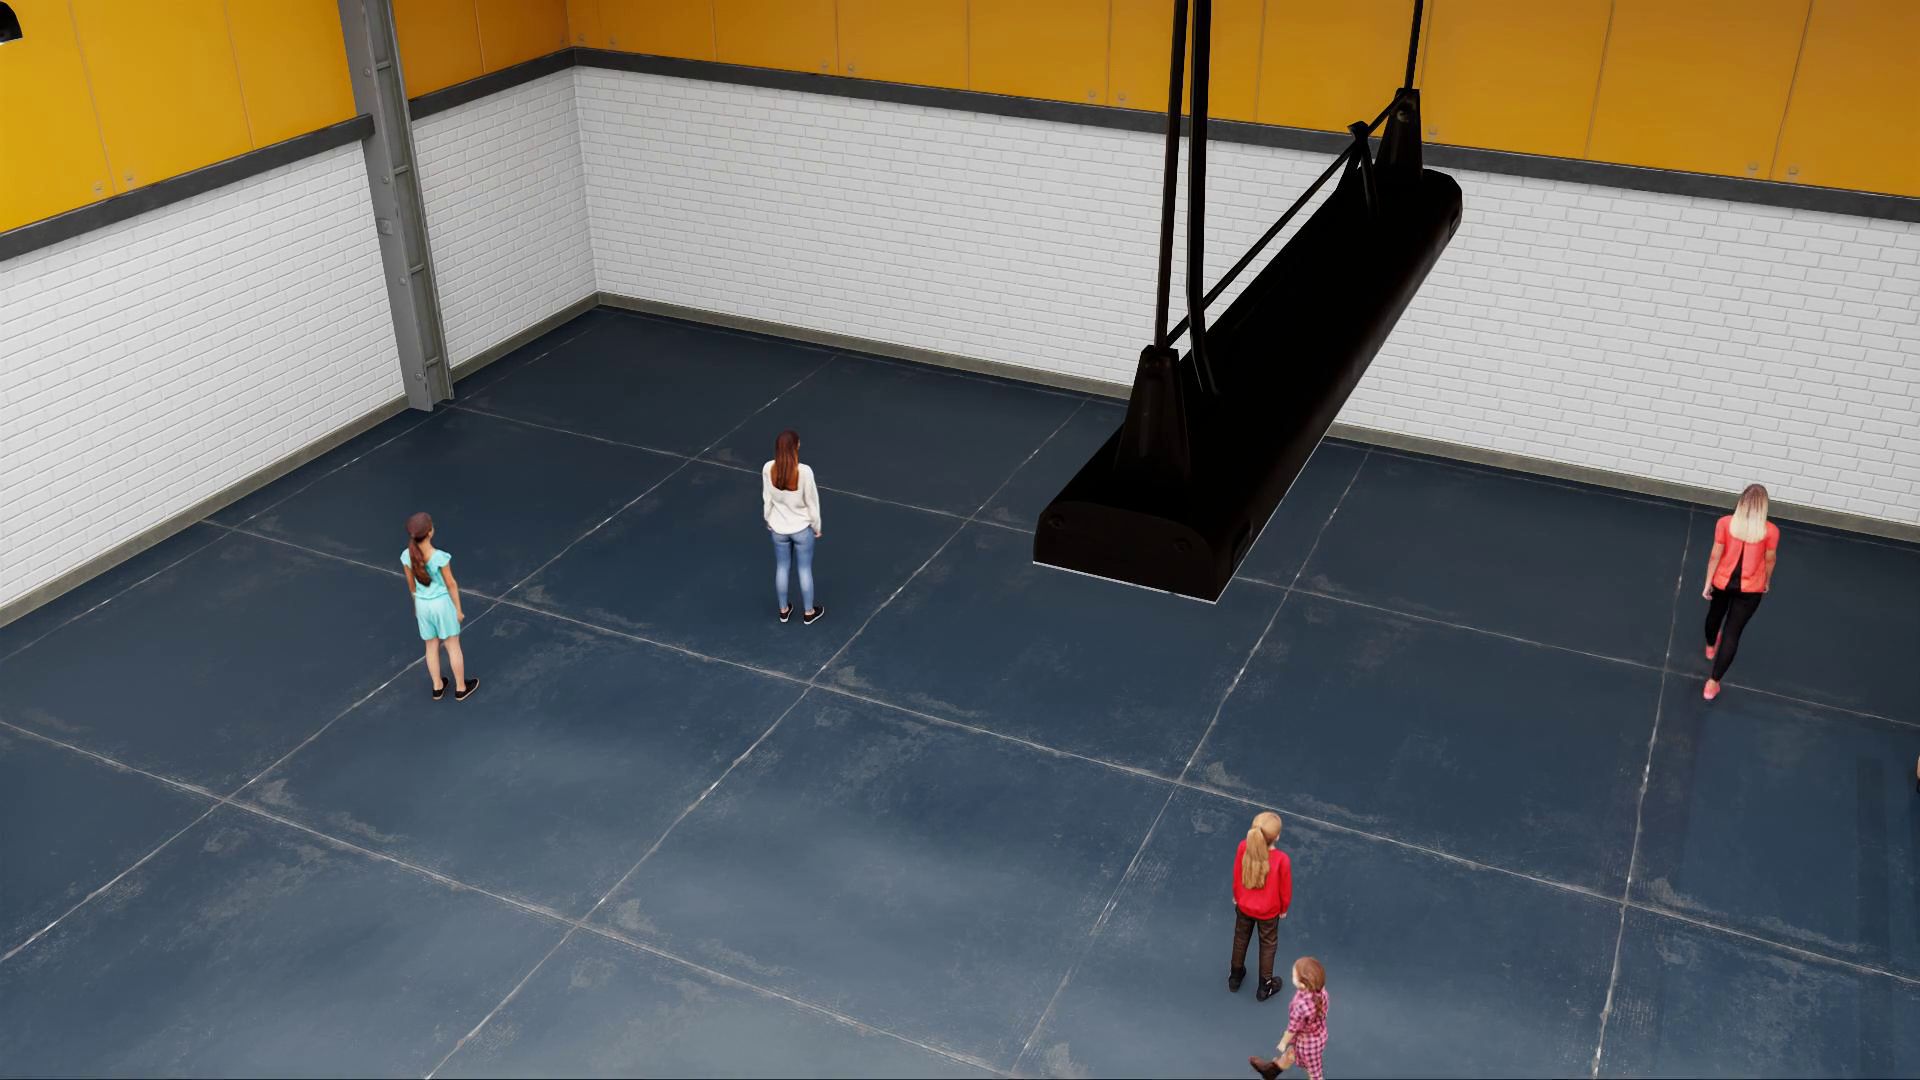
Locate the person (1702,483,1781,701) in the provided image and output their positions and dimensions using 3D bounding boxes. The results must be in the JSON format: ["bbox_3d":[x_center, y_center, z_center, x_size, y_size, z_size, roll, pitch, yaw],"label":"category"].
[{"bbox_3d":[5.781,0.410,12.424,0.730,1.650,1.188,18,34,30],"label":"person"}]

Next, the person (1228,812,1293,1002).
[{"bbox_3d":[1.739,2.115,9.684,0.509,1.281,0.499,16,32,26],"label":"person"}]

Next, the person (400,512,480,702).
[{"bbox_3d":[-3.900,0.491,12.373,0.612,1.558,0.630,4,29,7],"label":"person"}]

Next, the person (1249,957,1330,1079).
[{"bbox_3d":[1.900,2.692,8.922,0.615,0.998,0.735,22,36,35],"label":"person"}]

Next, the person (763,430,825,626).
[{"bbox_3d":[-1.339,-0.105,13.326,0.657,1.692,0.594,8,30,14],"label":"person"}]
